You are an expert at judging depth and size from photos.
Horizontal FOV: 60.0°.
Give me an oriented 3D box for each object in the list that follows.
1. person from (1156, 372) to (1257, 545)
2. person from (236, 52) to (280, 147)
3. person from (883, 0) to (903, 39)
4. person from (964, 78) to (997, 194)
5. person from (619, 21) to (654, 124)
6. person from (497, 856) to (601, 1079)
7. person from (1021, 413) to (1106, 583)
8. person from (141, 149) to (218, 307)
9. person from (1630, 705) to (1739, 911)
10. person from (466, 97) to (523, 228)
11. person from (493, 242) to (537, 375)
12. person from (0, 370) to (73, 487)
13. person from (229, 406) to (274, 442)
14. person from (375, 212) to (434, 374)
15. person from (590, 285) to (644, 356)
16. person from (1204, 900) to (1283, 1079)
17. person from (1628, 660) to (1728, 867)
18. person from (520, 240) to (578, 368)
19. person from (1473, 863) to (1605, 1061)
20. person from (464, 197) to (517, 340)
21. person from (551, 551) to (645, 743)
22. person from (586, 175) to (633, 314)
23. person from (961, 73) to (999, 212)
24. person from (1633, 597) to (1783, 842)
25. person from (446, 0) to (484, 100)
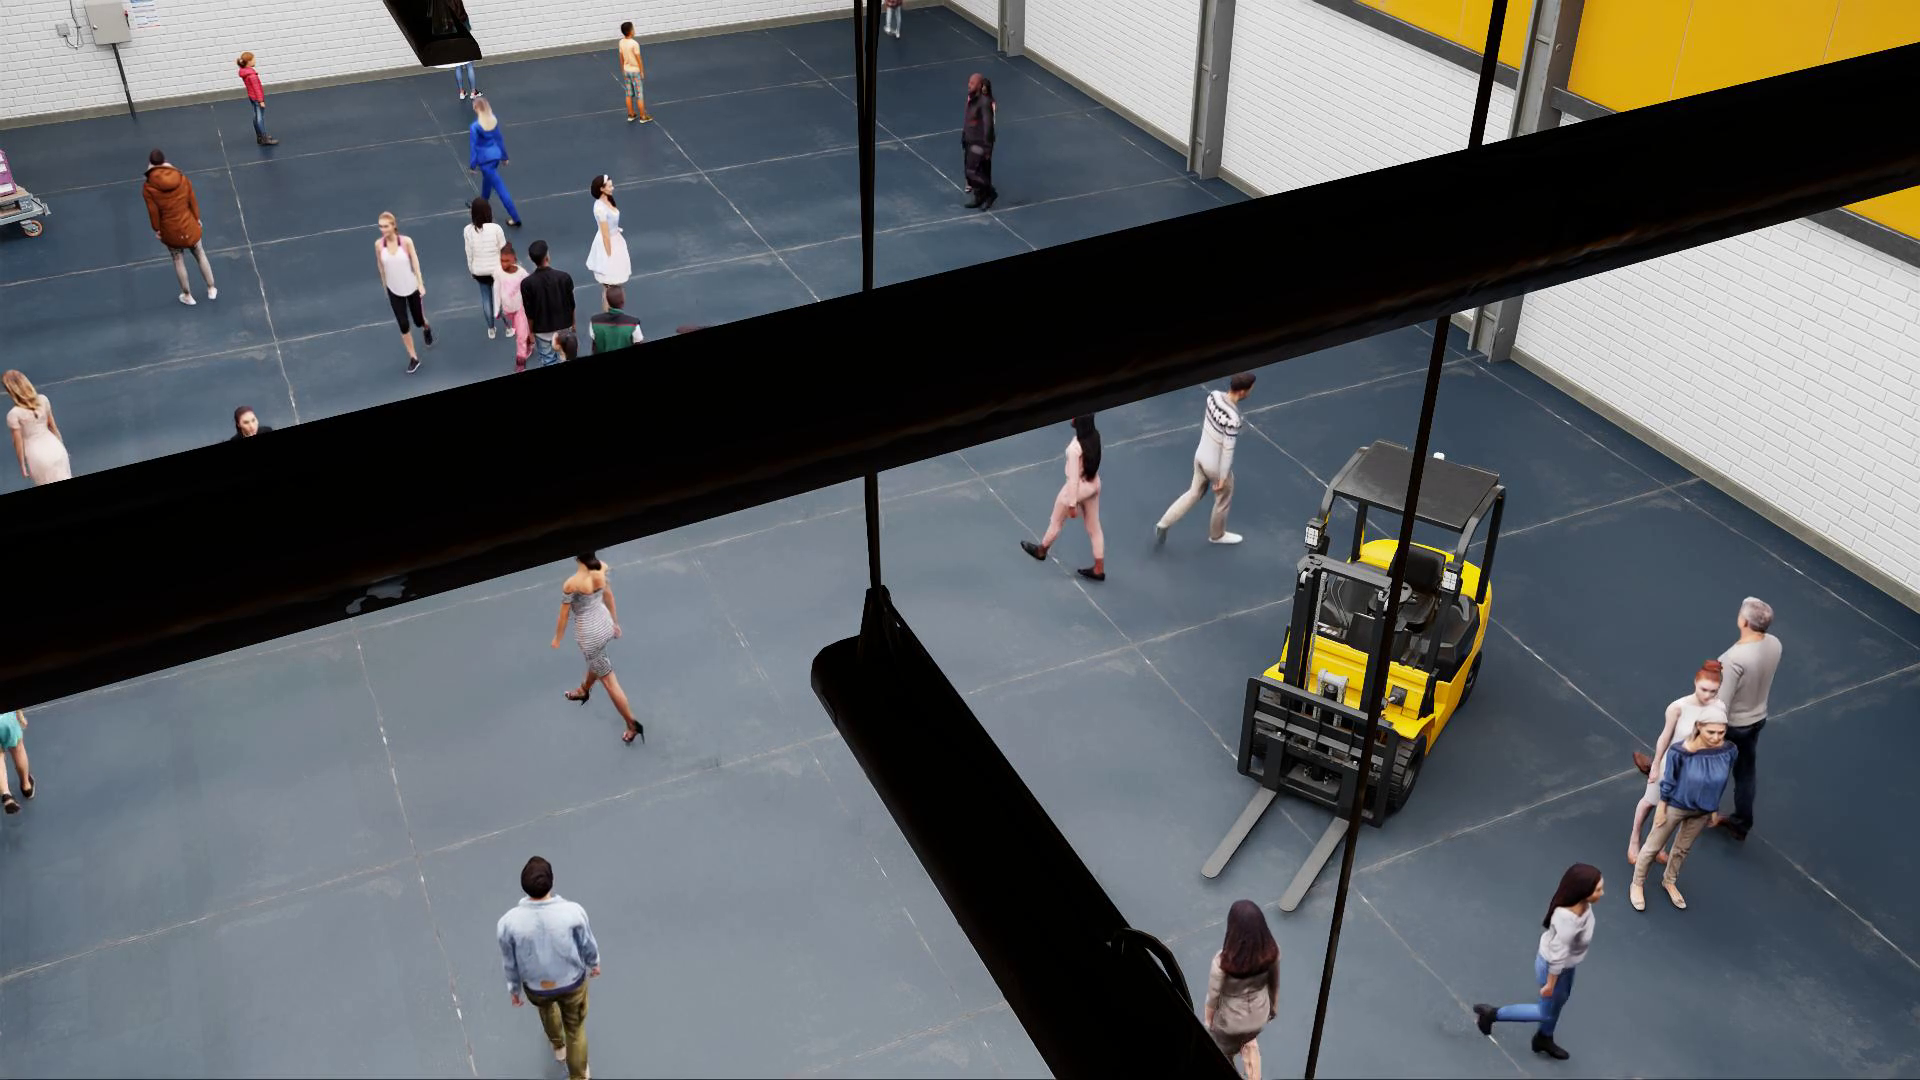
[{"bbox_3d":[2.193,-0.687,14.833,0.917,1.817,1.020,-13,36,-19],"label":"person"},{"bbox_3d":[-10.057,-6.299,23.729,0.621,1.315,0.505,-25,41,-32],"label":"person"},{"bbox_3d":[-1.096,-9.116,27.992,0.622,1.288,0.805,-8,35,-12],"label":"person"},{"bbox_3d":[0.278,-5.336,21.998,0.751,1.628,0.823,28,43,35],"label":"person"},{"bbox_3d":[-4.825,-6.896,24.497,0.588,1.461,0.668,16,37,22],"label":"person"},{"bbox_3d":[-2.397,2.658,9.823,0.829,1.792,0.951,-5,34,-8],"label":"person"},{"bbox_3d":[1.134,-0.372,14.480,1.176,1.684,0.986,21,39,28],"label":"person"},{"bbox_3d":[-9.034,-3.620,19.228,0.772,1.836,0.766,-23,40,-31],"label":"person"},{"bbox_3d":[4.887,1.796,11.207,0.692,1.697,0.681,-2,34,-3],"label":"person"},{"bbox_3d":[-5.885,-4.748,21.092,1.219,1.652,1.104,14,36,21],"label":"person"},{"bbox_3d":[-4.790,-2.551,17.994,0.911,1.422,1.073,5,34,7],"label":"person"},{"bbox_3d":[-8.146,-0.708,14.854,0.677,1.828,0.657,18,37,25],"label":"person"},{"bbox_3d":[-6.177,-0.484,14.706,1.137,1.620,0.890,26,41,33],"label":"person"},{"bbox_3d":[-5.963,-2.721,17.937,0.851,1.768,1.031,0,34,0],"label":"person"},{"bbox_3d":[-3.296,-1.620,16.218,0.813,1.838,0.836,3,34,5],"label":"person"},{"bbox_3d":[1.660,2.819,9.637,0.657,1.730,0.743,-9,35,-13],"label":"person"},{"bbox_3d":[4.962,1.557,11.479,0.646,1.794,0.627,-1,34,-1],"label":"person"},{"bbox_3d":[-4.196,-2.212,17.134,0.688,1.809,0.590,-13,36,-19],"label":"person"},{"bbox_3d":[3.556,2.559,10.129,0.969,1.619,0.889,14,36,20],"label":"person"},{"bbox_3d":[-5.237,-3.029,18.520,0.693,1.636,0.671,-2,34,-4],"label":"person"},{"bbox_3d":[-2.692,0.797,12.635,1.167,1.780,1.014,17,37,24],"label":"person"},{"bbox_3d":[-3.930,-3.217,18.644,0.897,1.811,0.813,0,34,1],"label":"person"},{"bbox_3d":[0.333,-5.193,21.616,0.781,1.813,0.660,-12,36,-18],"label":"person"},{"bbox_3d":[5.555,1.323,11.779,0.774,1.851,1.209,-17,37,-23],"label":"person"},{"bbox_3d":[-7.620,-7.551,25.342,0.710,1.615,0.748,5,34,7],"label":"person"}]
